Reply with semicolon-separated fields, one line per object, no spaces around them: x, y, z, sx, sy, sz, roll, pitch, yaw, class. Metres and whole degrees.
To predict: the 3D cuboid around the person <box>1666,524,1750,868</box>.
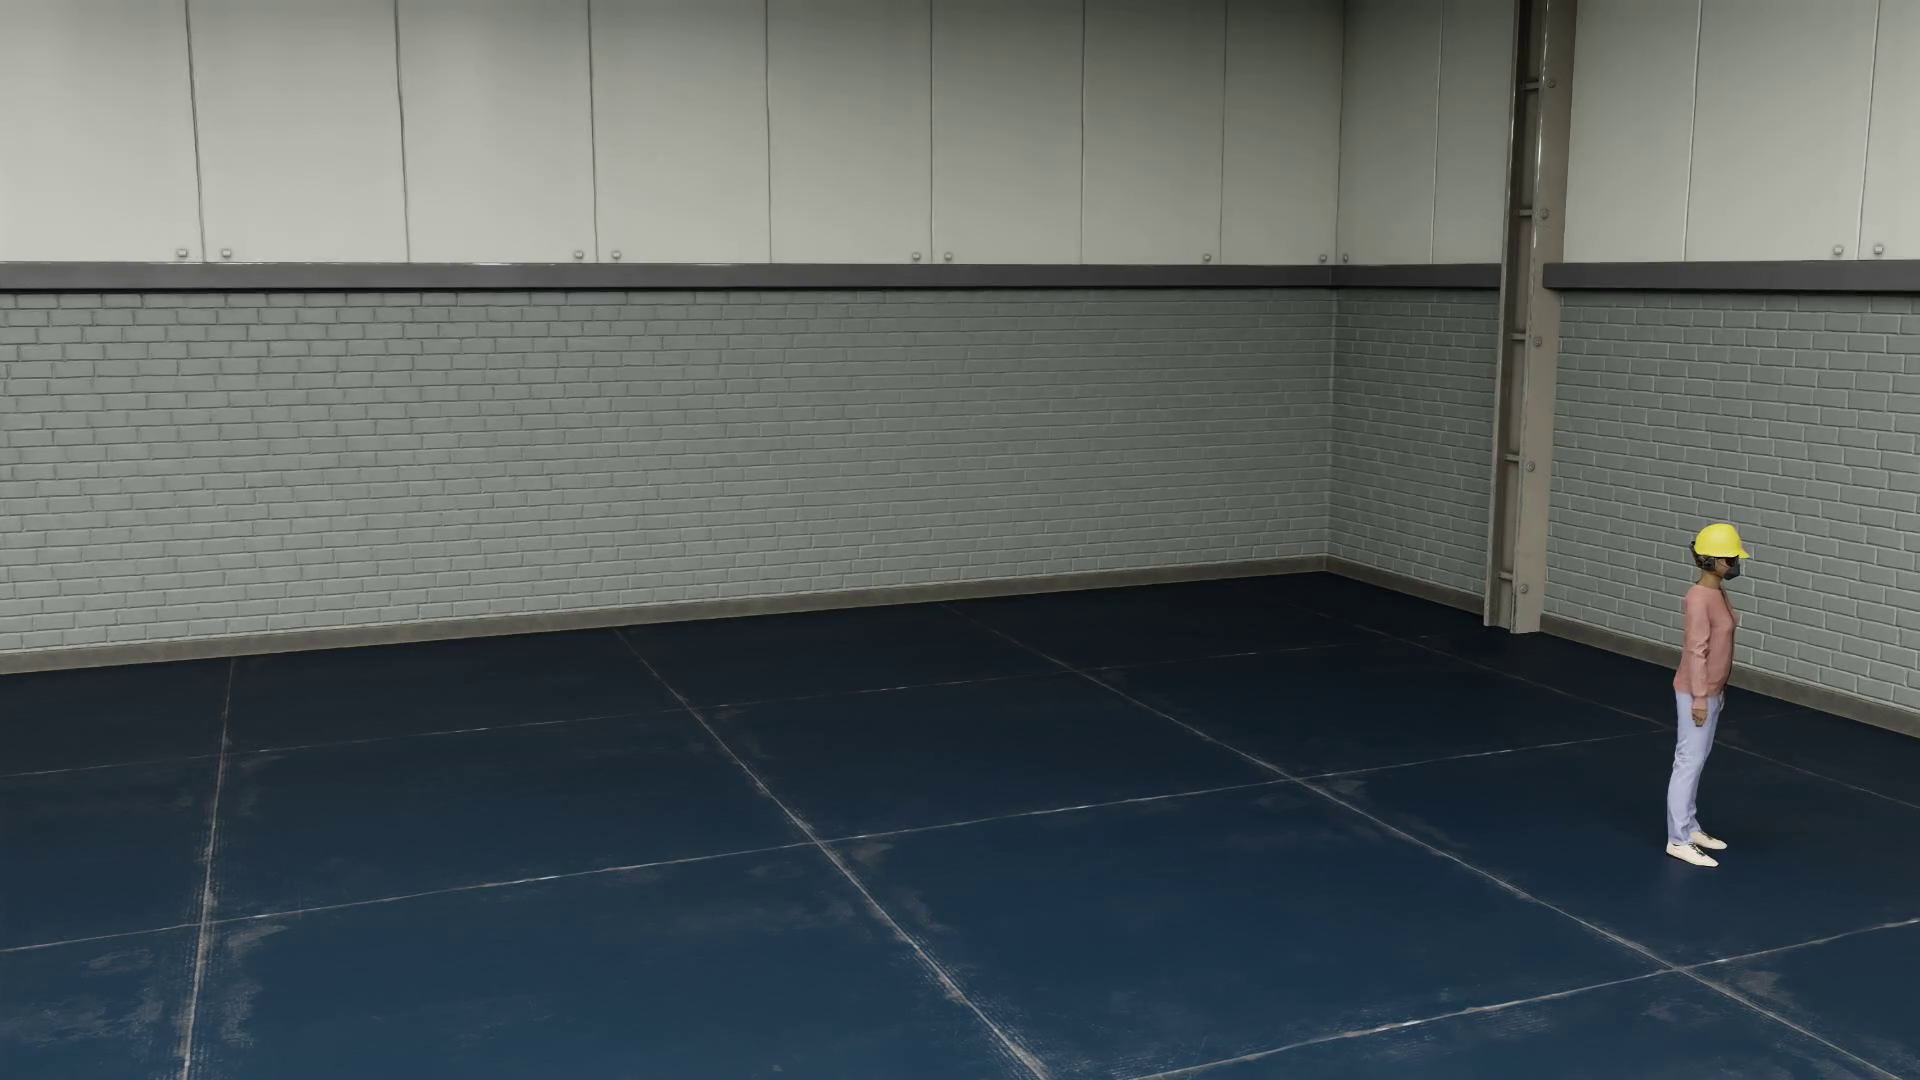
3.874;0.789;8.625;0.315;1.769;0.525;6;11;32;person
